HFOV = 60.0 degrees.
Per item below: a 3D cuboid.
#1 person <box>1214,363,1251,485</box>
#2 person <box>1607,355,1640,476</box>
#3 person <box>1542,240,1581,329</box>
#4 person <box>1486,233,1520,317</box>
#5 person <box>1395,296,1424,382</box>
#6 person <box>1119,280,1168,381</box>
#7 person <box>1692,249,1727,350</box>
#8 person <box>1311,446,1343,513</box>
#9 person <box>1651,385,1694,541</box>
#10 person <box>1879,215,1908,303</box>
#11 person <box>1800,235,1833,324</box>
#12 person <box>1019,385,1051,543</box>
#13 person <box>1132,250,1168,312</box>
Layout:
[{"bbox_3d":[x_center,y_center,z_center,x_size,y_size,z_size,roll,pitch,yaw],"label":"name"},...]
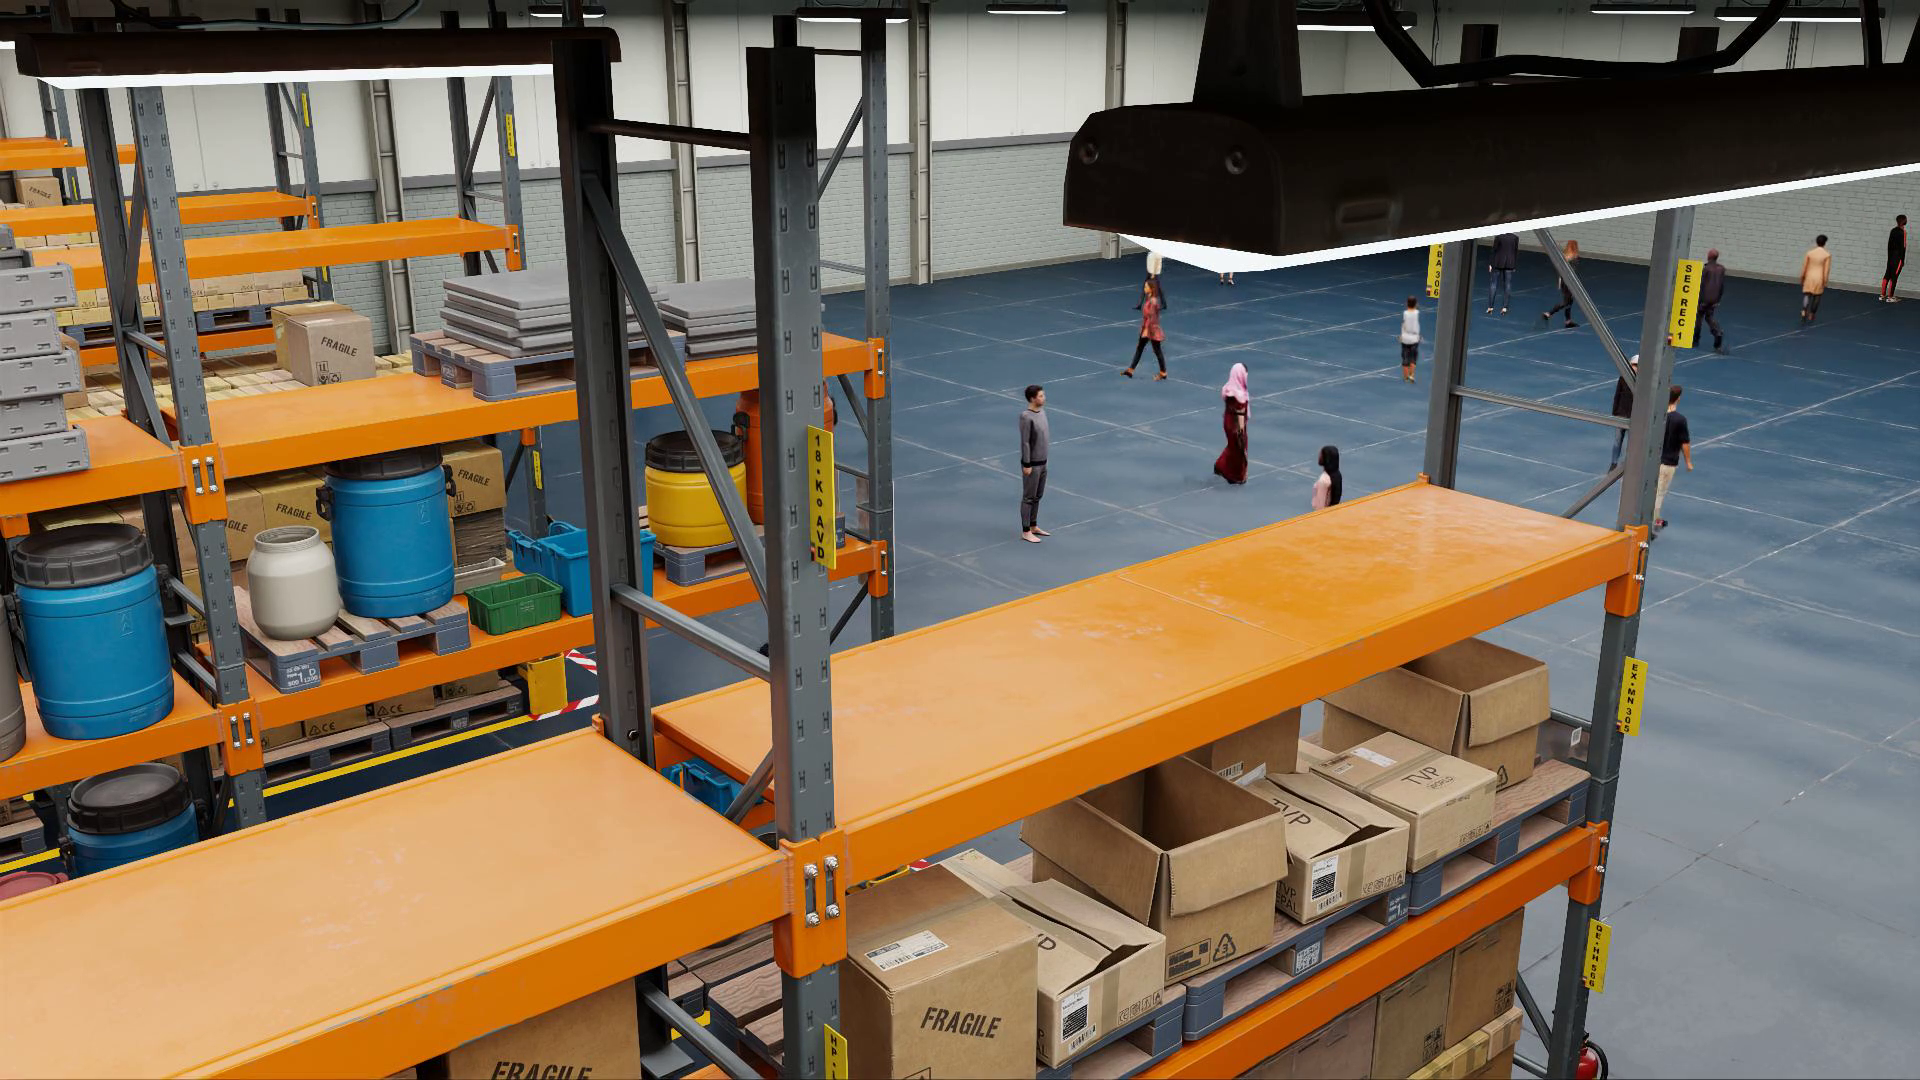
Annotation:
[{"bbox_3d":[3.525,-1.507,21.673,0.856,1.628,0.809,-2,18,-5],"label":"person"},{"bbox_3d":[8.919,-1.666,22.148,0.730,1.636,0.750,8,20,23],"label":"person"},{"bbox_3d":[11.586,-4.884,31.938,1.134,1.692,0.984,-2,18,-6],"label":"person"},{"bbox_3d":[9.859,-4.999,30.307,0.822,1.783,0.790,2,18,5],"label":"person"},{"bbox_3d":[7.524,-3.394,27.768,0.827,1.441,0.902,4,18,12],"label":"person"},{"bbox_3d":[3.249,-3.434,27.537,1.136,1.660,0.965,-3,18,-9],"label":"person"},{"bbox_3d":[13.565,-4.337,30.074,1.091,1.807,1.043,-4,19,-13],"label":"person"},{"bbox_3d":[3.868,-0.131,17.320,0.917,1.706,1.001,9,20,26],"label":"person"},{"bbox_3d":[8.132,-0.867,19.390,0.968,1.824,0.690,-11,21,-31],"label":"person"},{"bbox_3d":[19.666,-5.933,34.972,0.716,1.808,0.700,-2,18,-6],"label":"person"},{"bbox_3d":[16.737,-5.105,32.604,0.857,1.700,1.164,12,21,32],"label":"person"},{"bbox_3d":[0.866,-0.928,19.547,0.805,1.844,0.639,9,20,27],"label":"person"},{"bbox_3d":[3.994,-5.382,33.708,1.070,1.543,0.824,-6,19,-19],"label":"person"}]
